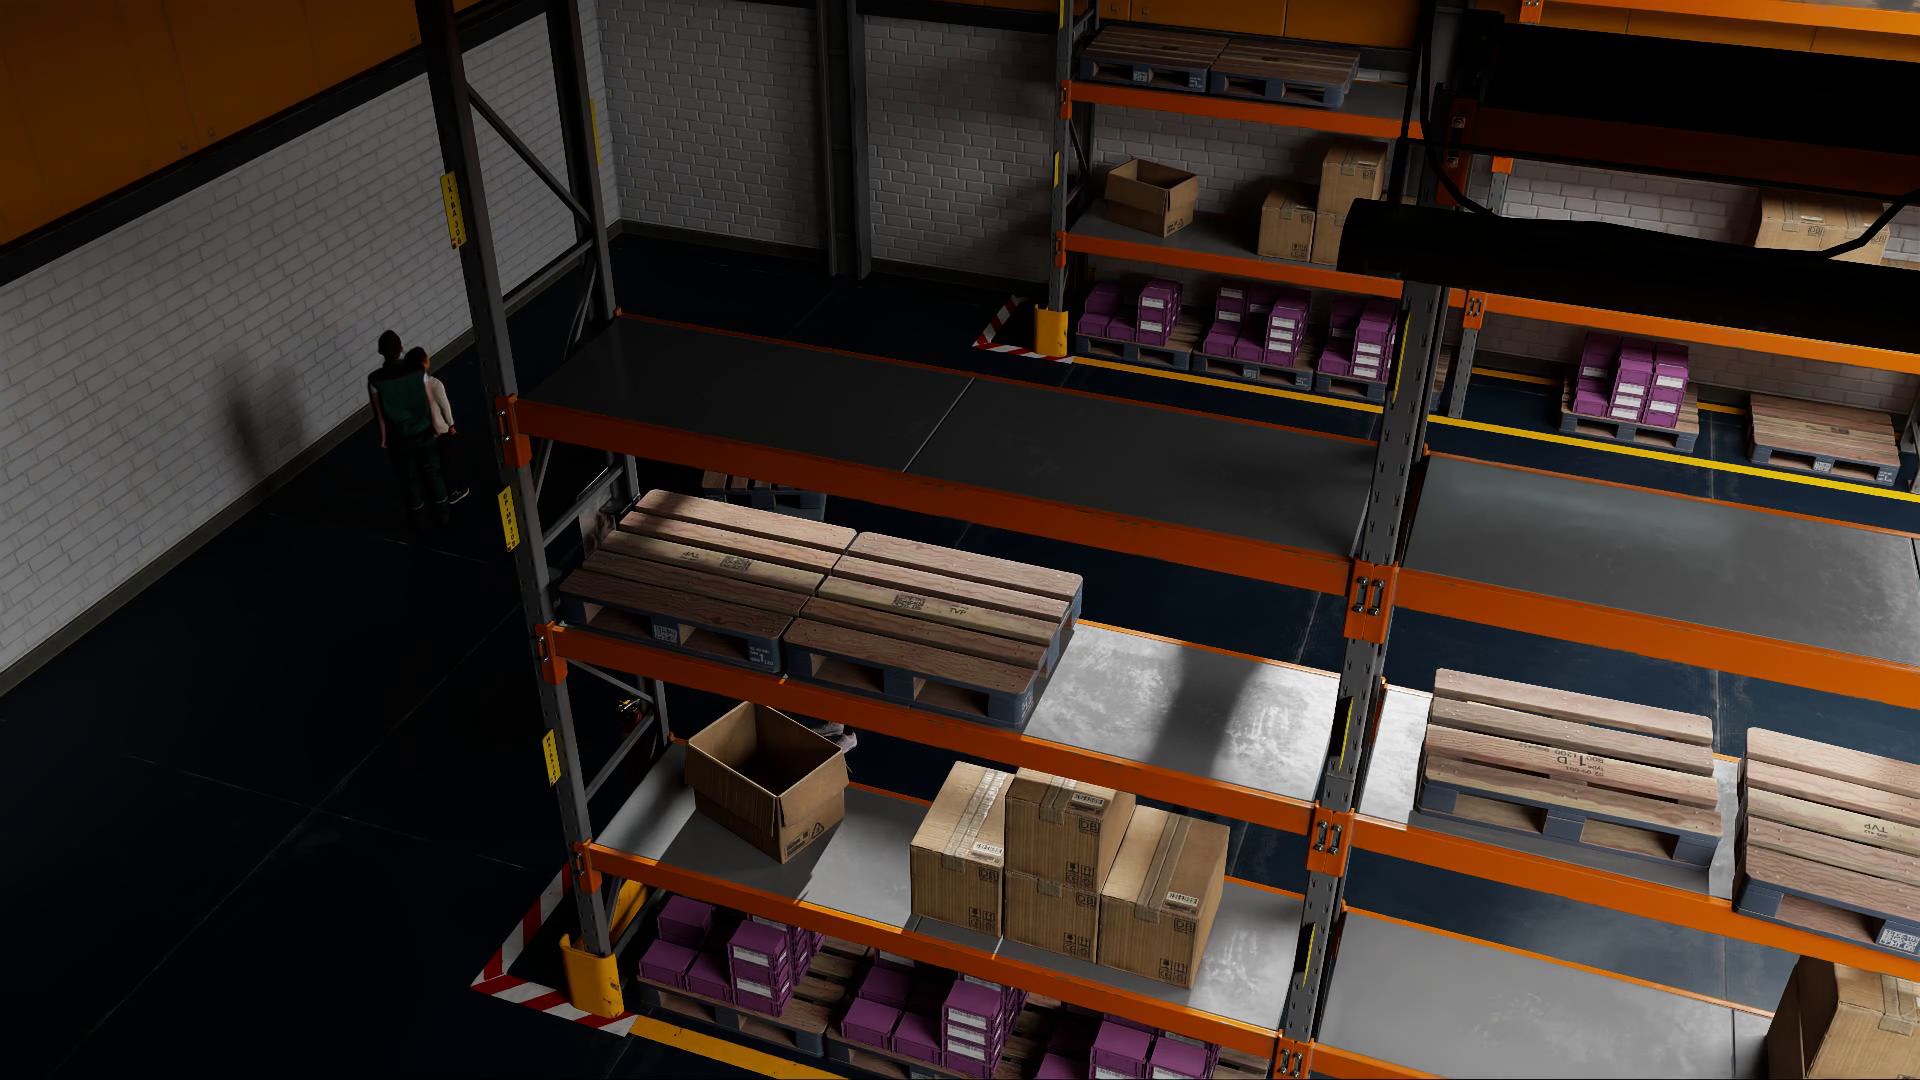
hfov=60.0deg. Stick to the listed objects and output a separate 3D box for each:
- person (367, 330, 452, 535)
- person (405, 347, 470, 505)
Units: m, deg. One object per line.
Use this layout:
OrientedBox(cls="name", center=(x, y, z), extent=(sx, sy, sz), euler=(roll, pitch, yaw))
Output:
OrientedBox(cls="person", center=(-4.565, -0.897, 13.764), extent=(0.727, 1.842, 0.775), euler=(-17, 37, -24))
OrientedBox(cls="person", center=(-4.542, -0.977, 14.233), extent=(0.489, 1.454, 0.669), euler=(7, 34, 10))
